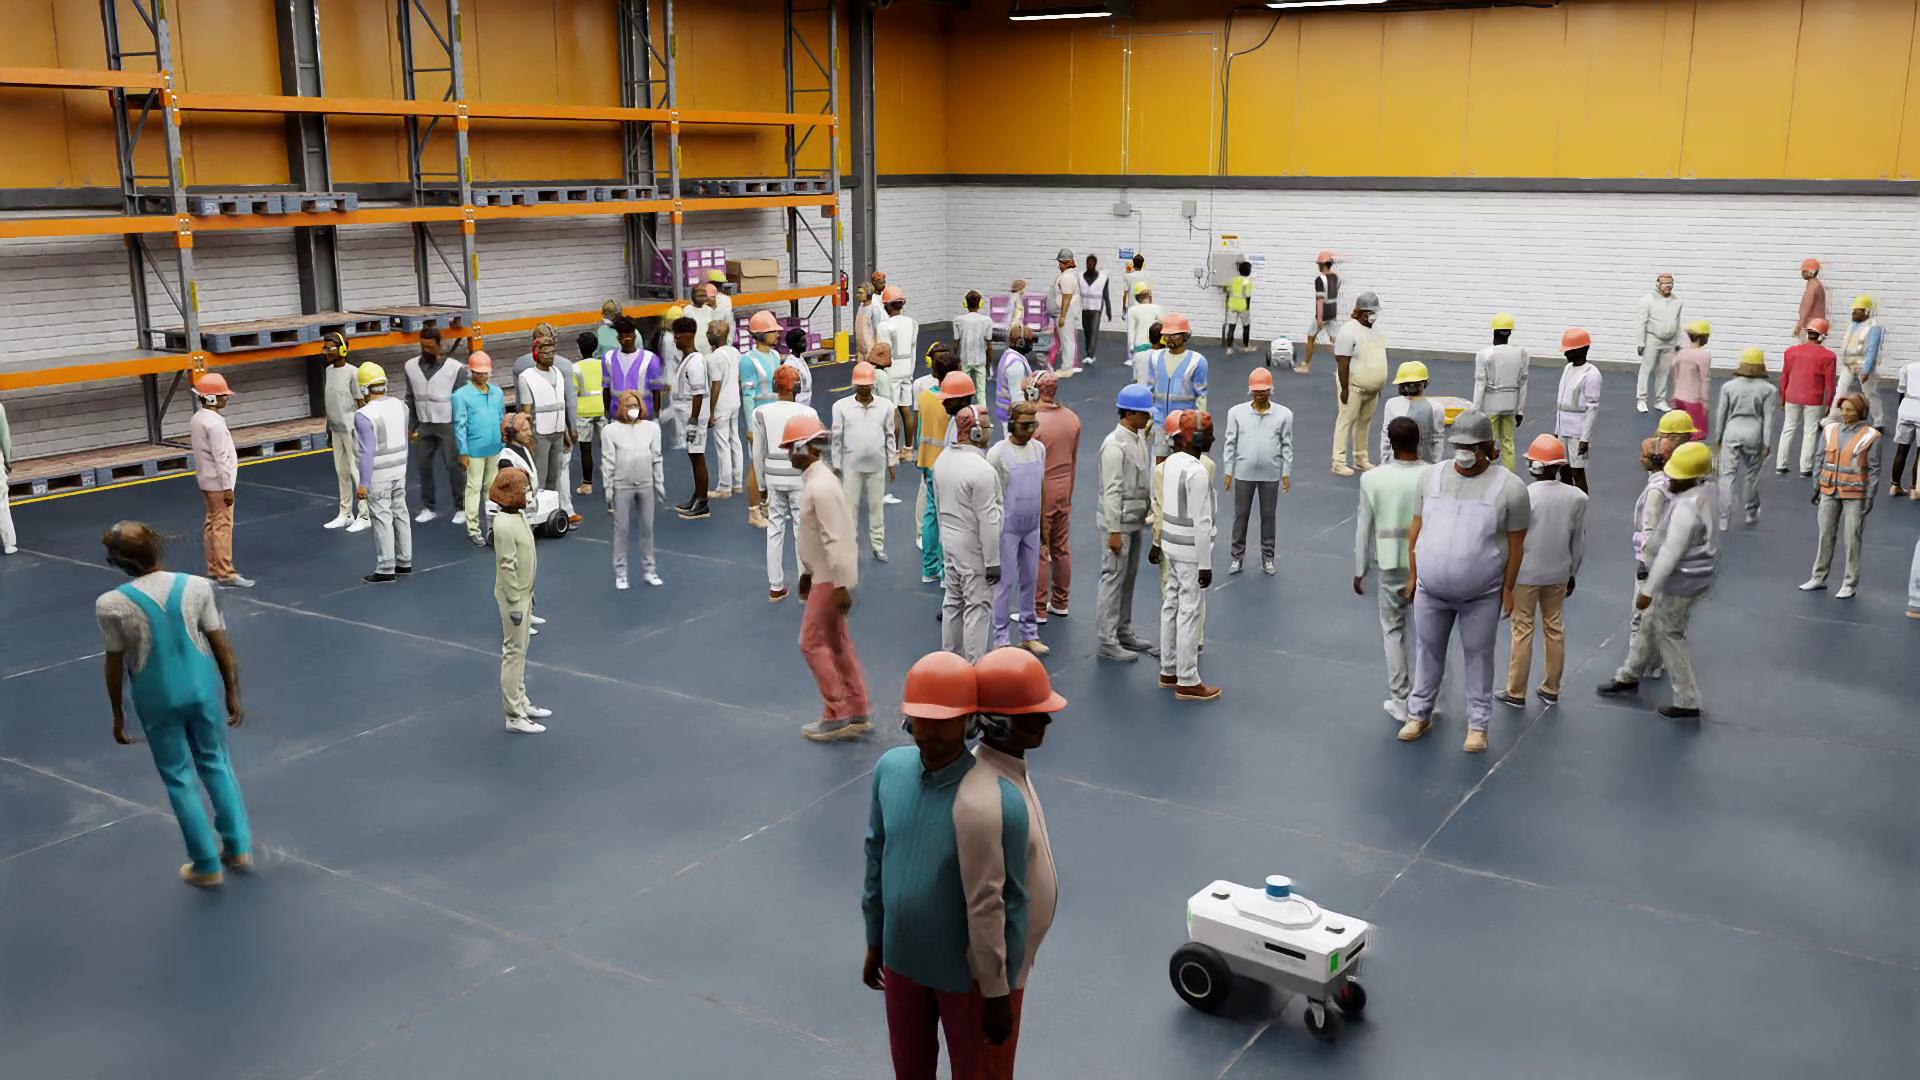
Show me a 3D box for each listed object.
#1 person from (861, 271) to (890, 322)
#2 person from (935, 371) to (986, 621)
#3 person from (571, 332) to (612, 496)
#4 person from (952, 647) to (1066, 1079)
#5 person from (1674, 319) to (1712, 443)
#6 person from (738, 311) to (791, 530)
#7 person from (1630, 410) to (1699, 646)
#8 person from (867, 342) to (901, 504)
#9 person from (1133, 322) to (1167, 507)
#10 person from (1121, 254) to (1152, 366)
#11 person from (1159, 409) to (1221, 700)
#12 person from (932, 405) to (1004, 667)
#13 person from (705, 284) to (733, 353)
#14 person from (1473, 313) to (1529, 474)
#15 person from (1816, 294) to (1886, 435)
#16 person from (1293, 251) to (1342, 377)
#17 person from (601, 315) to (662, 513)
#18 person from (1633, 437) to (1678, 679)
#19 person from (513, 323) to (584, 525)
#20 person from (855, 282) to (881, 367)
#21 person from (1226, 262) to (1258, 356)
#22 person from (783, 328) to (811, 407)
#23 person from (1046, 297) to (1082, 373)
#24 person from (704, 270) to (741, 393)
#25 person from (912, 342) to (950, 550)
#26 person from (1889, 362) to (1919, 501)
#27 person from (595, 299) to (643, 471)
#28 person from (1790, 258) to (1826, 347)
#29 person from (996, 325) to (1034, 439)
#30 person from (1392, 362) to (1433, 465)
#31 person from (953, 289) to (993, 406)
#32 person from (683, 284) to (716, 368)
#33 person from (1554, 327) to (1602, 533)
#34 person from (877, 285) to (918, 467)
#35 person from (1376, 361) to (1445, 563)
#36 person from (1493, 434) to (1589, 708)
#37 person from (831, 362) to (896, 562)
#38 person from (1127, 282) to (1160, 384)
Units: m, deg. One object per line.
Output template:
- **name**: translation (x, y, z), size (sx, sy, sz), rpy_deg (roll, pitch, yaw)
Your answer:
- **person**: translation (-1.177, -2.861, 23.587), size (0.351, 1.878, 0.569), rpy_deg (12, 18, 42)
- **person**: translation (0.003, -0.290, 12.321), size (0.386, 1.929, 0.545), rpy_deg (-4, 14, -18)
- **person**: translation (-3.814, -1.304, 17.212), size (0.531, 1.698, 0.320), rpy_deg (-9, 16, -35)
- **person**: translation (0.135, 1.301, 5.259), size (0.378, 1.996, 0.610), rpy_deg (1, 13, 6)
- **person**: translation (7.864, -1.507, 17.979), size (0.497, 1.750, 0.560), rpy_deg (-3, 13, -11)
- **person**: translation (-1.828, -1.131, 15.697), size (0.362, 2.046, 0.614), rpy_deg (5, 14, 22)
- **person**: translation (4.945, -0.047, 11.659), size (0.296, 1.745, 0.484), rpy_deg (2, 13, 9)
- **person**: translation (-0.787, -1.187, 16.847), size (0.284, 1.633, 0.500), rpy_deg (-4, 14, -17)
- **person**: translation (1.939, -1.255, 16.668), size (0.527, 1.856, 0.335), rpy_deg (13, 18, 43)
- **person**: translation (2.968, -3.857, 27.911), size (0.531, 1.870, 0.318), rpy_deg (-1, 13, -3)
- **person**: translation (1.486, 0.094, 10.749), size (0.351, 1.881, 0.581), rpy_deg (-4, 13, -15)
- **person**: translation (0.089, 0.071, 10.794), size (0.407, 1.908, 0.641), rpy_deg (-8, 15, -30)
- **person**: translation (-3.420, -2.659, 22.970), size (0.564, 1.751, 0.342), rpy_deg (1, 13, 2)
- **person**: translation (5.434, -1.333, 16.836), size (0.595, 1.925, 0.372), rpy_deg (-3, 13, -14)
- **person**: translation (11.268, -2.181, 20.852), size (0.952, 1.781, 0.610), rpy_deg (-2, 13, -8)
- **person**: translation (5.848, -3.599, 26.547), size (0.608, 1.992, 1.037), rpy_deg (-10, 16, -36)
- **person**: translation (-3.219, -1.222, 16.285), size (0.608, 1.959, 0.399), rpy_deg (2, 13, 8)
- **person**: translation (4.678, 0.118, 11.199), size (0.321, 1.627, 0.509), rpy_deg (7, 15, 29)
- **person**: translation (-3.887, -1.082, 15.725), size (0.628, 1.940, 0.373), rpy_deg (4, 13, 15)
- **person**: translation (-1.236, -2.496, 22.064), size (0.345, 1.846, 0.508), rpy_deg (-9, 16, -34)
- **person**: translation (4.990, -4.083, 29.375), size (0.526, 1.637, 0.773), rpy_deg (13, 18, 43)
- **person**: translation (-1.726, -1.395, 17.613), size (0.319, 1.696, 0.532), rpy_deg (1, 13, 5)
- **person**: translation (1.686, -3.474, 26.849), size (0.525, 1.599, 0.800), rpy_deg (10, 16, 37)
- **person**: translation (-3.510, -2.958, 24.015), size (0.603, 1.873, 1.017), rpy_deg (9, 16, 33)
- **person**: translation (-0.193, -0.837, 14.815), size (0.535, 1.868, 0.309), rpy_deg (-10, 16, -36)
- **person**: translation (9.790, -1.237, 16.951), size (0.320, 1.686, 0.539), rpy_deg (-6, 14, -25)
- **person**: translation (-3.776, -1.697, 18.406), size (0.627, 1.933, 0.375), rpy_deg (8, 15, 31)
- **person**: translation (12.689, -3.224, 24.941), size (0.658, 1.970, 0.630), rpy_deg (6, 14, 26)
- **person**: translation (0.573, -1.211, 16.525), size (0.429, 1.837, 0.623), rpy_deg (-1, 13, -3)
- **person**: translation (3.837, -0.643, 14.233), size (0.341, 1.756, 0.533), rpy_deg (-3, 13, -12)
- **person**: translation (0.157, -2.149, 20.528), size (0.508, 1.862, 0.326), rpy_deg (1, 13, 2)
- **person**: translation (-3.467, -2.481, 22.036), size (0.534, 1.832, 0.431), rpy_deg (-11, 17, -39)
- **person**: translation (5.667, -1.006, 15.418), size (0.372, 1.928, 0.543), rpy_deg (-2, 13, -11)
- **person**: translation (-0.744, -1.853, 18.843), size (0.376, 2.042, 0.608), rpy_deg (10, 16, 37)
- **person**: translation (3.852, -0.651, 14.229), size (0.523, 1.769, 0.321), rpy_deg (6, 14, 23)
- **person**: translation (3.675, 0.196, 10.574), size (0.571, 1.755, 0.319), rpy_deg (-3, 13, -13)
- **person**: translation (-0.824, -0.664, 14.316), size (0.572, 1.749, 0.328), rpy_deg (-3, 13, -13)
- **person**: translation (2.624, -2.809, 23.716), size (0.526, 1.713, 0.944), rpy_deg (-2, 13, -9)
